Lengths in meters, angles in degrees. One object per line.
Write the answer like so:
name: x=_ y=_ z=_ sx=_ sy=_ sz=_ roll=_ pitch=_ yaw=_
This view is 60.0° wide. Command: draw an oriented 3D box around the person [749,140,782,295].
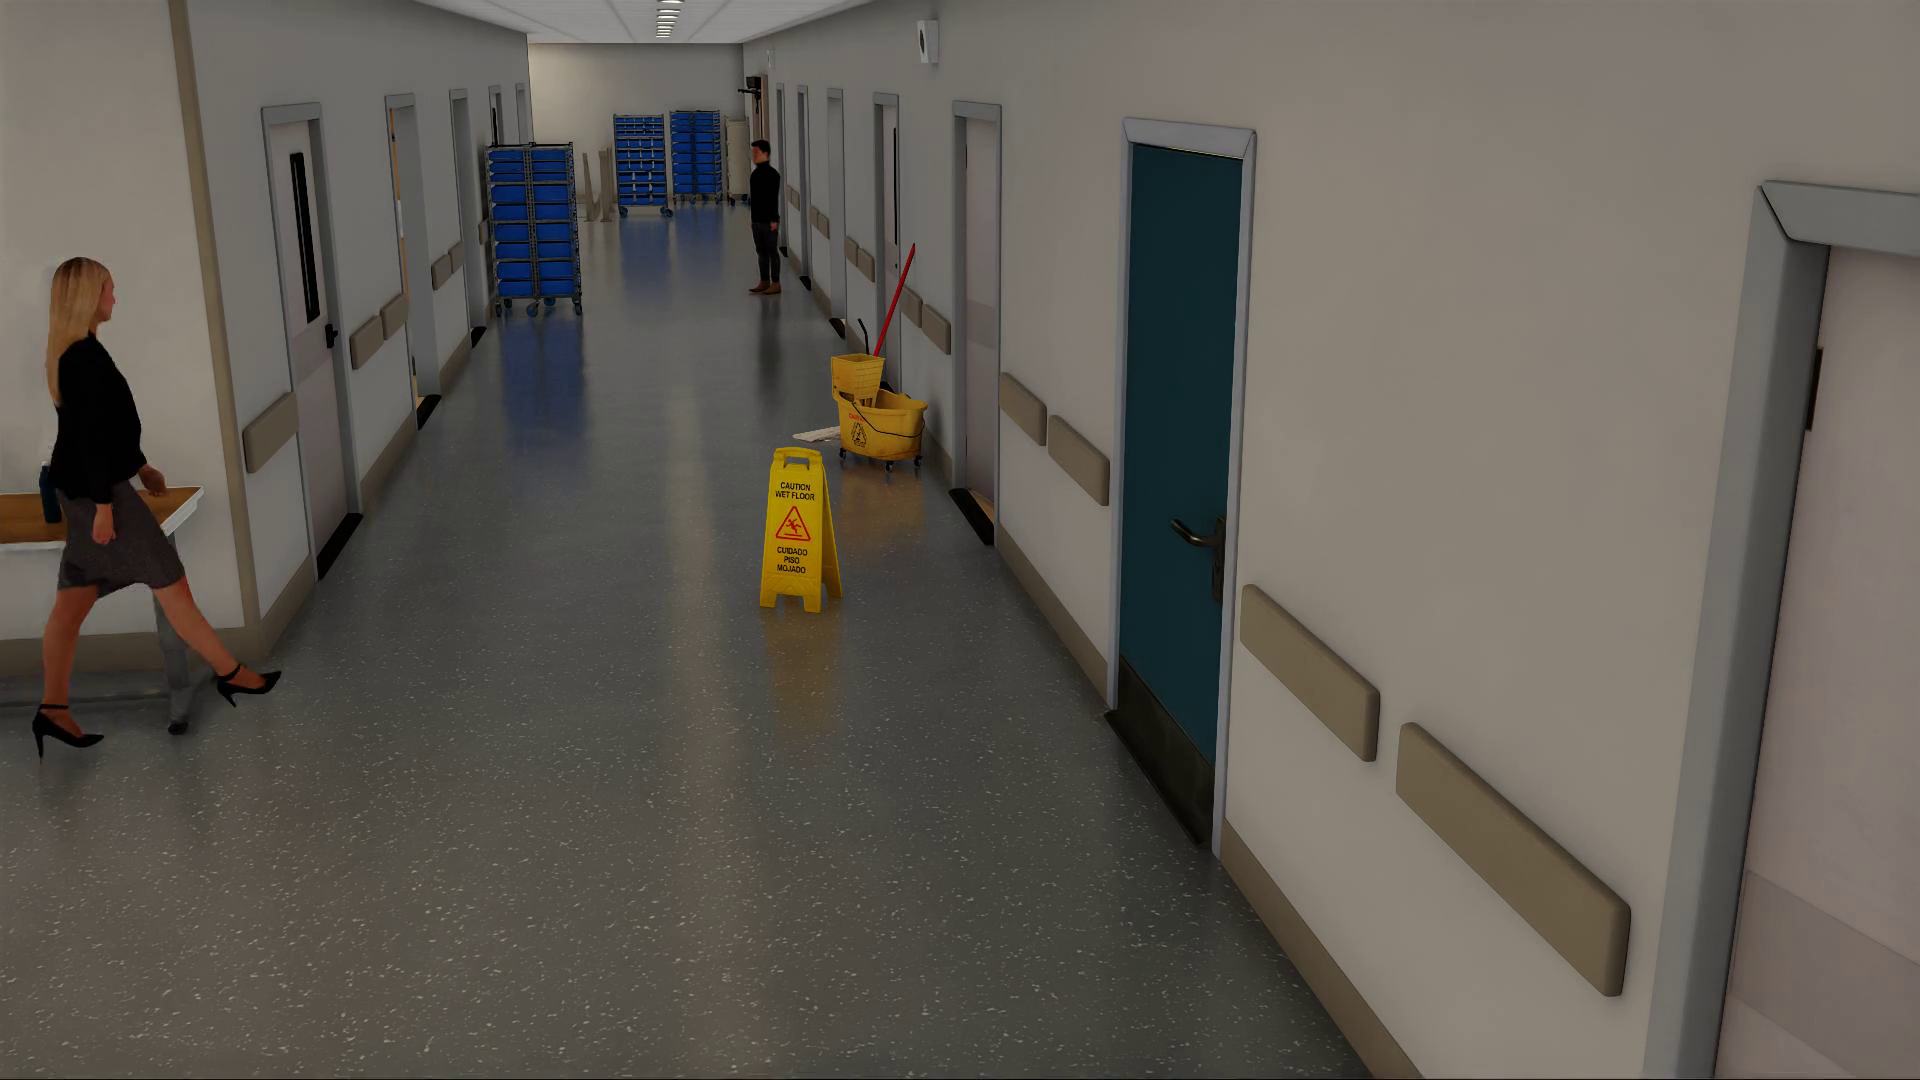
person: x=-2.222 y=-3.694 z=19.013 sx=0.782 sy=1.722 sz=0.656 roll=-13 pitch=20 yaw=-38

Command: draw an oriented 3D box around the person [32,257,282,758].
person: x=-3.225 y=-0.072 z=6.029 sx=1.047 sy=1.798 sz=1.114 roll=-13 pitch=21 yaw=-40
